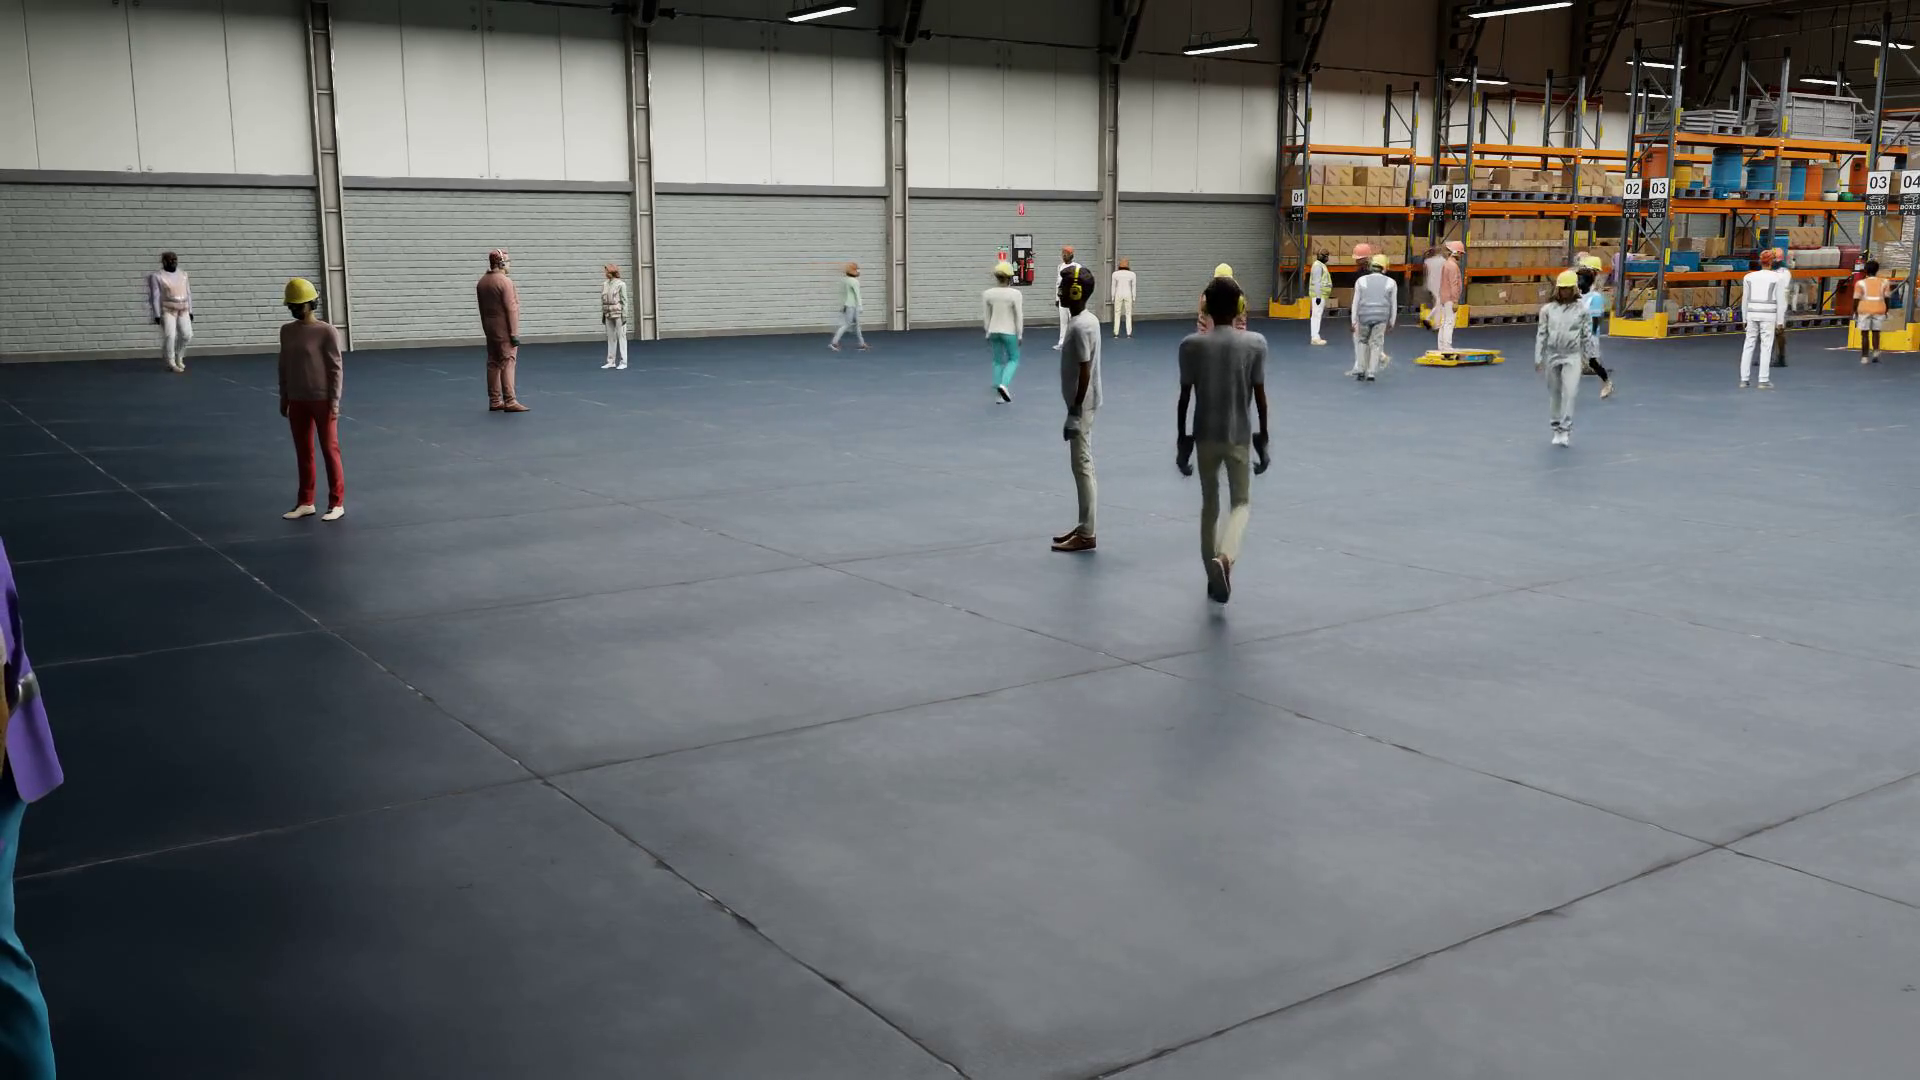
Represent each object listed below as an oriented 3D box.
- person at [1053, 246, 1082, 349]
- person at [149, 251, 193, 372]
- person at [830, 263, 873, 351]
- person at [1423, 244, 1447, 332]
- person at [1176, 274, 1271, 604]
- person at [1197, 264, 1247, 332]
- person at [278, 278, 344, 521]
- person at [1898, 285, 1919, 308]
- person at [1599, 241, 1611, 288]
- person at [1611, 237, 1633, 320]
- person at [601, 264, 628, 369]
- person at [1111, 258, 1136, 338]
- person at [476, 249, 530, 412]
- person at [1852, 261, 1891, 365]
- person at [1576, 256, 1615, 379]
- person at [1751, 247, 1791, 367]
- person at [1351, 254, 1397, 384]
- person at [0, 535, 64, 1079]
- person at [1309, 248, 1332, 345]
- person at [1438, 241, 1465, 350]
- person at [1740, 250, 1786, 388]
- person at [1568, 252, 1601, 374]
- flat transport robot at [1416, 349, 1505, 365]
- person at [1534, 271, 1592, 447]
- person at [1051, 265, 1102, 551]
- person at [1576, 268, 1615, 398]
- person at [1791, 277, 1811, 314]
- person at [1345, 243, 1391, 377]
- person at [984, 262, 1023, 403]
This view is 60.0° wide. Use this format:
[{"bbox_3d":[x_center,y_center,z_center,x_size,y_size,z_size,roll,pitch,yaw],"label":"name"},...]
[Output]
[{"bbox_3d":[1.960,-4.399,30.306,0.356,1.883,0.573,-10,14,-44],"label":"person"},{"bbox_3d":[-11.958,-3.457,25.278,0.436,1.836,0.666,6,12,30],"label":"person"},{"bbox_3d":[-2.007,-4.237,30.219,0.844,1.592,0.513,-5,11,-24],"label":"person"},{"bbox_3d":[10.389,-5.441,35.988,0.453,1.890,0.652,-2,10,-10],"label":"person"},{"bbox_3d":[1.467,-0.553,9.303,0.523,1.855,0.699,3,11,18],"label":"person"},{"bbox_3d":[2.807,-2.077,17.891,0.525,1.772,0.309,3,11,15],"label":"person"},{"bbox_3d":[-4.724,-1.011,12.079,0.523,1.761,0.326,3,11,18],"label":"person"},{"bbox_3d":[19.200,-4.986,33.416,0.625,1.931,0.375,5,11,24],"label":"person"},{"bbox_3d":[17.575,-7.186,45.414,0.705,1.947,0.622,-5,11,-23],"label":"person"},{"bbox_3d":[15.485,-6.034,38.836,0.379,2.043,0.605,-5,11,-25],"label":"person"},{"bbox_3d":[-5.380,-3.474,25.914,0.514,1.636,0.314,7,12,34],"label":"person"},{"bbox_3d":[3.332,-4.931,33.937,0.502,1.624,0.300,1,10,4],"label":"person"},{"bbox_3d":[-5.389,-2.460,19.615,0.639,1.909,0.409,9,14,40],"label":"person"},{"bbox_3d":[14.693,-3.667,26.840,0.548,1.671,0.419,3,11,15],"label":"person"},{"bbox_3d":[9.064,-3.214,24.122,0.905,1.762,0.603,7,12,32],"label":"person"},{"bbox_3d":[12.837,-3.658,26.209,0.711,1.887,0.559,-4,11,-21],"label":"person"},{"bbox_3d":[5.851,-3.124,23.516,0.626,1.806,0.720,2,11,11],"label":"person"},{"bbox_3d":[-2.033,0.536,3.343,0.388,1.849,0.564,-9,14,-42],"label":"person"},{"bbox_3d":[6.921,-4.675,31.945,0.430,1.841,0.624,3,11,17],"label":"person"},{"bbox_3d":[8.229,-4.003,27.855,0.389,1.986,0.608,0,10,0],"label":"person"},{"bbox_3d":[10.948,-3.008,22.700,0.339,1.877,0.577,-9,13,-39],"label":"person"},{"bbox_3d":[9.373,-3.435,25.162,0.669,1.838,1.037,1,10,3],"label":"person"},{"bbox_3d":[8.096,-2.967,26.875,1.431,0.197,0.652,-7,13,-34],"label":"flat transport robot"},{"bbox_3d":[5.877,-1.760,16.275,0.506,1.706,0.831,6,12,28],"label":"person"},{"bbox_3d":[0.766,-0.856,10.918,0.327,1.874,0.518,2,10,9],"label":"person"},{"bbox_3d":[7.924,-2.593,20.991,0.771,1.667,0.532,-5,11,-26],"label":"person"},{"bbox_3d":[22.596,-6.865,44.623,0.852,1.583,0.514,-9,14,-41],"label":"person"},{"bbox_3d":[5.980,-3.374,24.469,0.569,1.961,0.638,-2,11,-11],"label":"person"},{"bbox_3d":[0.526,-2.540,20.482,0.526,1.754,0.416,5,11,24],"label":"person"}]
